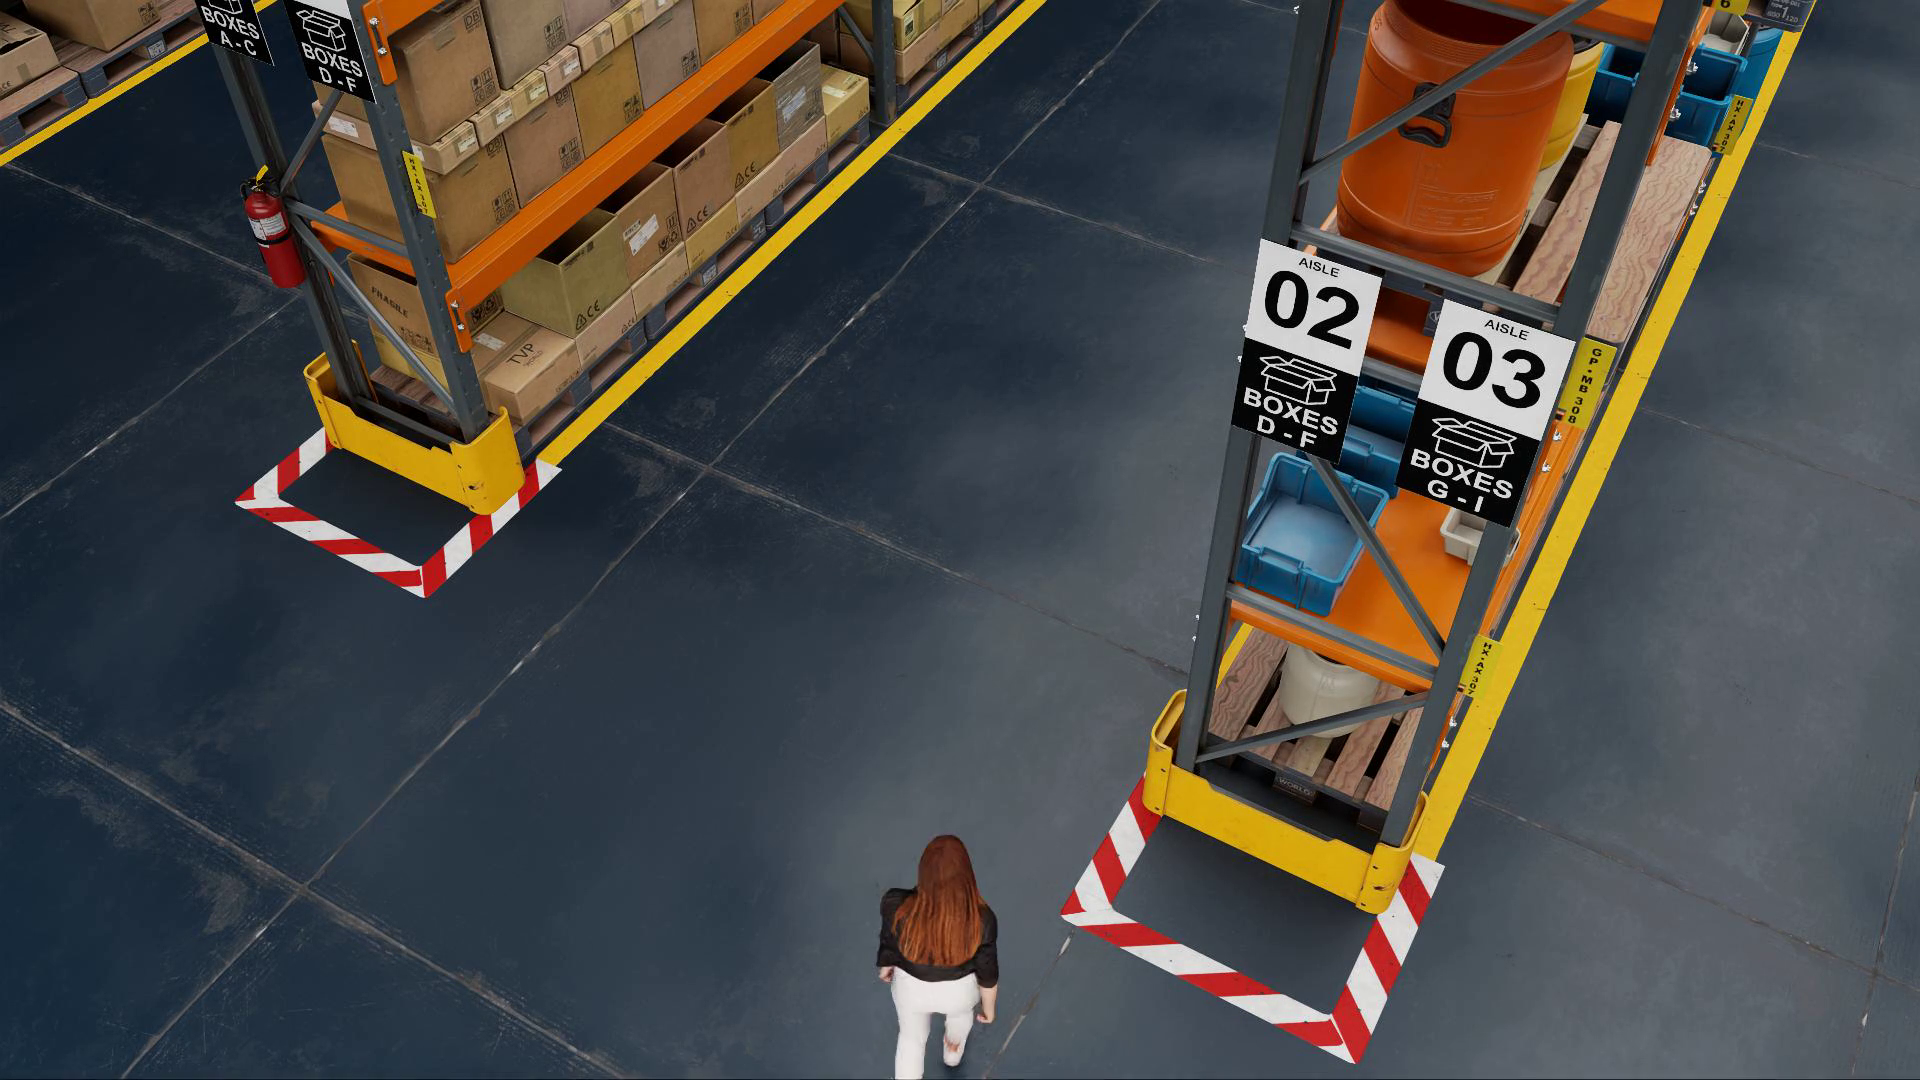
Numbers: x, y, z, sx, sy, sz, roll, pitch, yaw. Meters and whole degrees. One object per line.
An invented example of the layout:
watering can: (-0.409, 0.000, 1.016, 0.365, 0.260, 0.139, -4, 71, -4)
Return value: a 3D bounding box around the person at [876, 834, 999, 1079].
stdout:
person: (-0.098, 1.649, 5.964, 0.853, 1.682, 1.113, 7, 48, 6)
